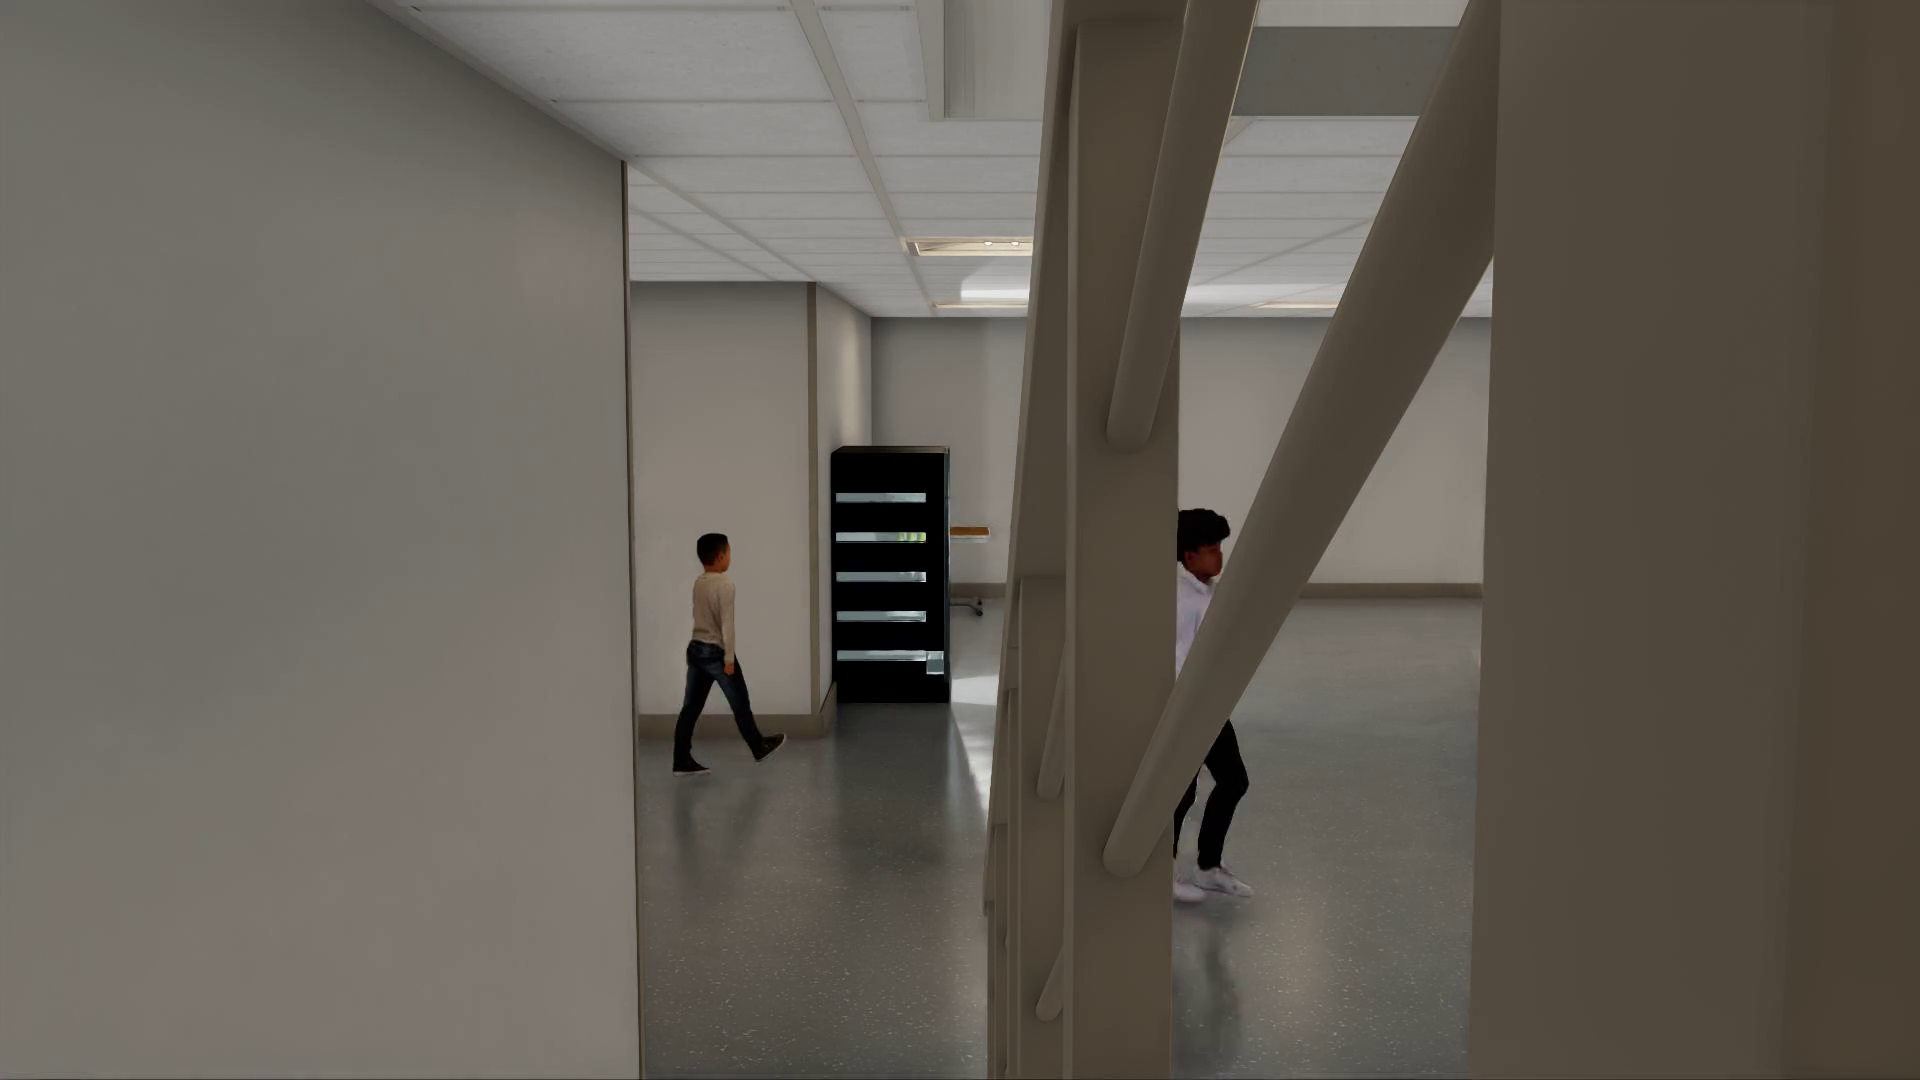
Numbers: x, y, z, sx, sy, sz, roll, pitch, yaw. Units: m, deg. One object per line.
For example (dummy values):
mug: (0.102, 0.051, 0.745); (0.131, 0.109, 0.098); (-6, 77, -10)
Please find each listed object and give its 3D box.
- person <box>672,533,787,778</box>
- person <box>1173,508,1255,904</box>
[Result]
person: (-1.528, 0.709, 9.803); (0.966, 1.433, 1.046); (6, 8, 44)
person: (0.984, 0.754, 7.548); (0.871, 1.793, 0.794); (3, 7, 29)
